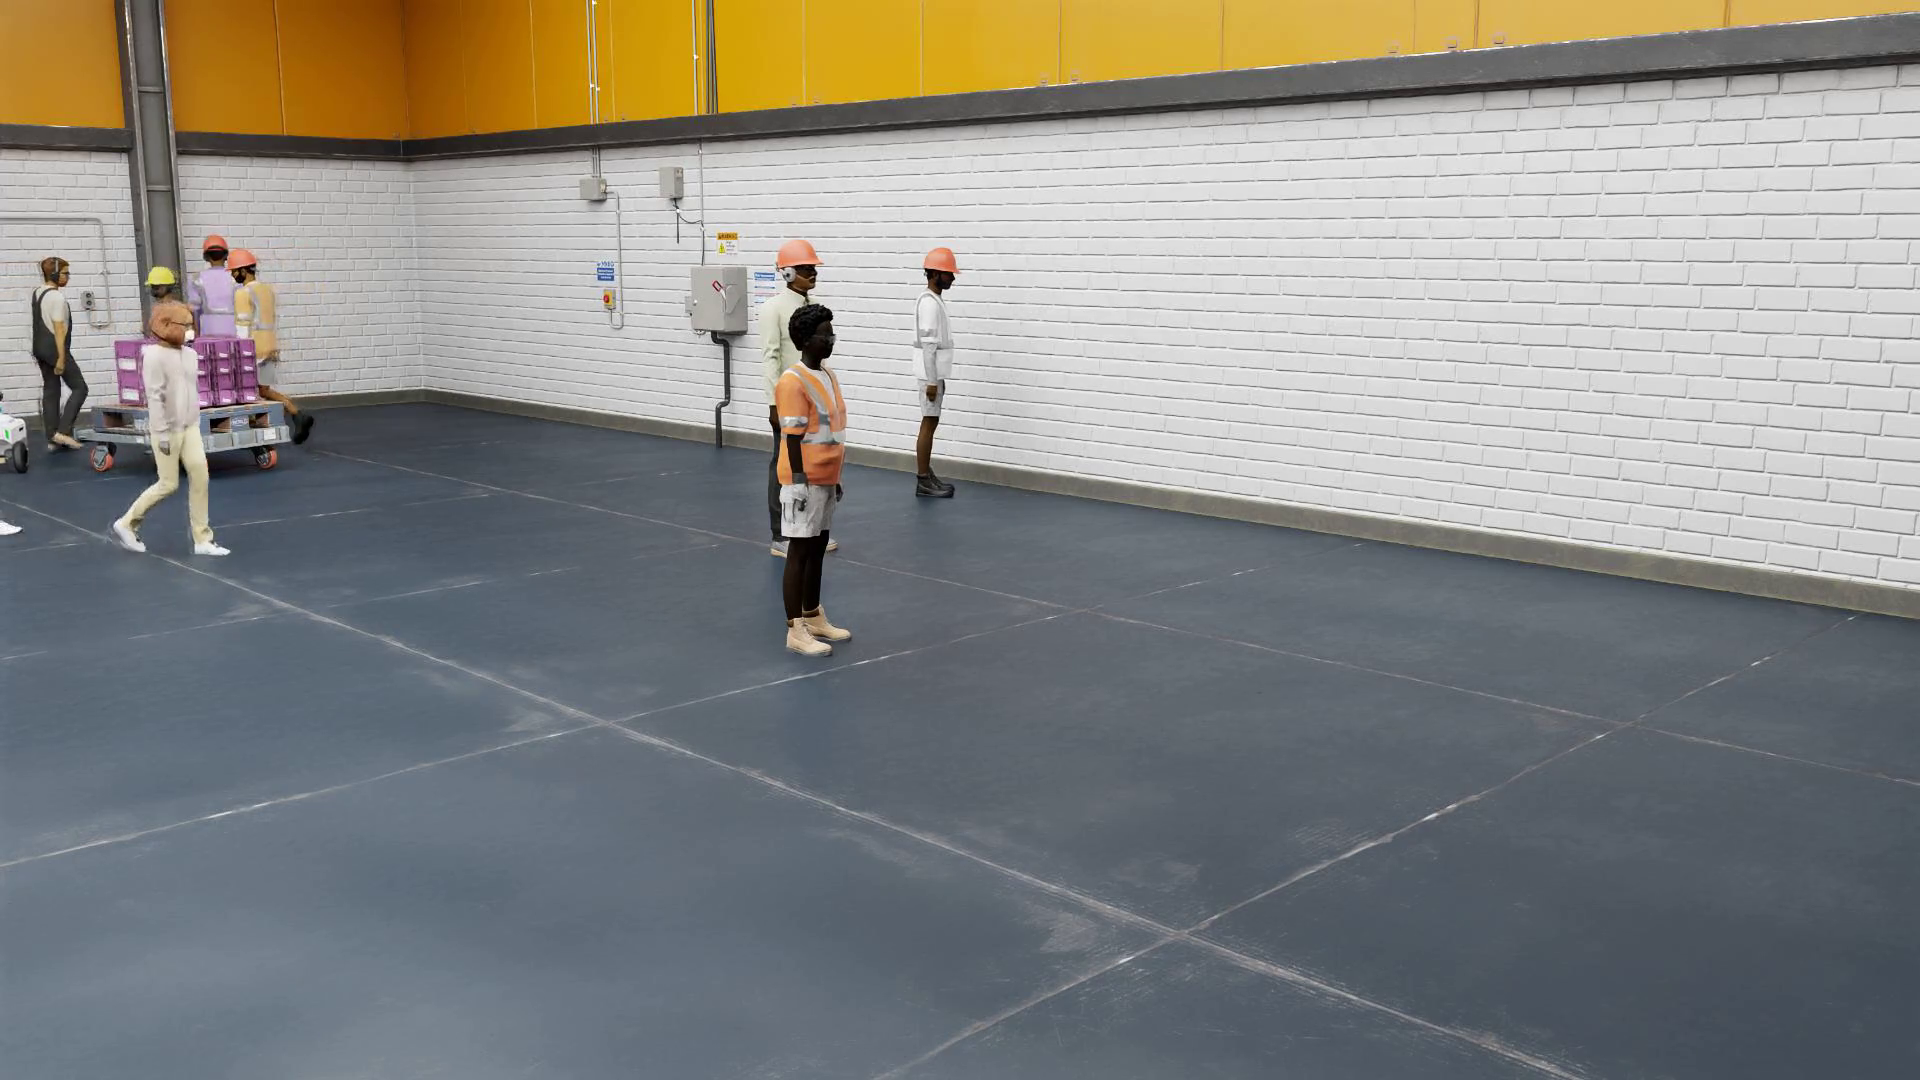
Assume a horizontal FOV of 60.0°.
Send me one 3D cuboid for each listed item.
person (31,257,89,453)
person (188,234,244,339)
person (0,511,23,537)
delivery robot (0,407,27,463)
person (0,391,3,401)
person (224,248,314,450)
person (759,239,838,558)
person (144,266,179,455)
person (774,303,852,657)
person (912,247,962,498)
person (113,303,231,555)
[{"bbox_3d":[-8.424,-1.726,15.559,0.496,1.822,0.469,6,12,30],"label":"person"},{"bbox_3d":[-7.585,-2.125,17.139,0.630,2.034,0.488,-3,11,-15],"label":"person"},{"bbox_3d":[-6.567,-0.913,10.910,0.569,1.914,0.616,3,11,16],"label":"person"},{"bbox_3d":[-8.269,-0.905,14.278,0.477,0.478,0.707,-3,11,-18],"label":"delivery robot"},{"bbox_3d":[-7.886,-1.154,13.065,0.525,1.593,0.882,-1,10,-8],"label":"person"},{"bbox_3d":[-6.523,-1.780,15.645,0.675,1.905,0.595,1,10,6],"label":"person"},{"bbox_3d":[-1.022,-0.892,10.525,0.374,1.997,0.613,6,12,29],"label":"person"},{"bbox_3d":[-7.345,-1.694,15.600,0.528,1.738,0.740,10,14,43],"label":"person"},{"bbox_3d":[-0.714,-0.295,8.094,0.318,1.697,0.533,3,11,16],"label":"person"},{"bbox_3d":[-0.177,-1.290,12.889,0.380,1.929,0.540,0,10,0],"label":"person"},{"bbox_3d":[-5.001,-0.685,10.441,0.641,1.609,0.508,2,11,11],"label":"person"}]
